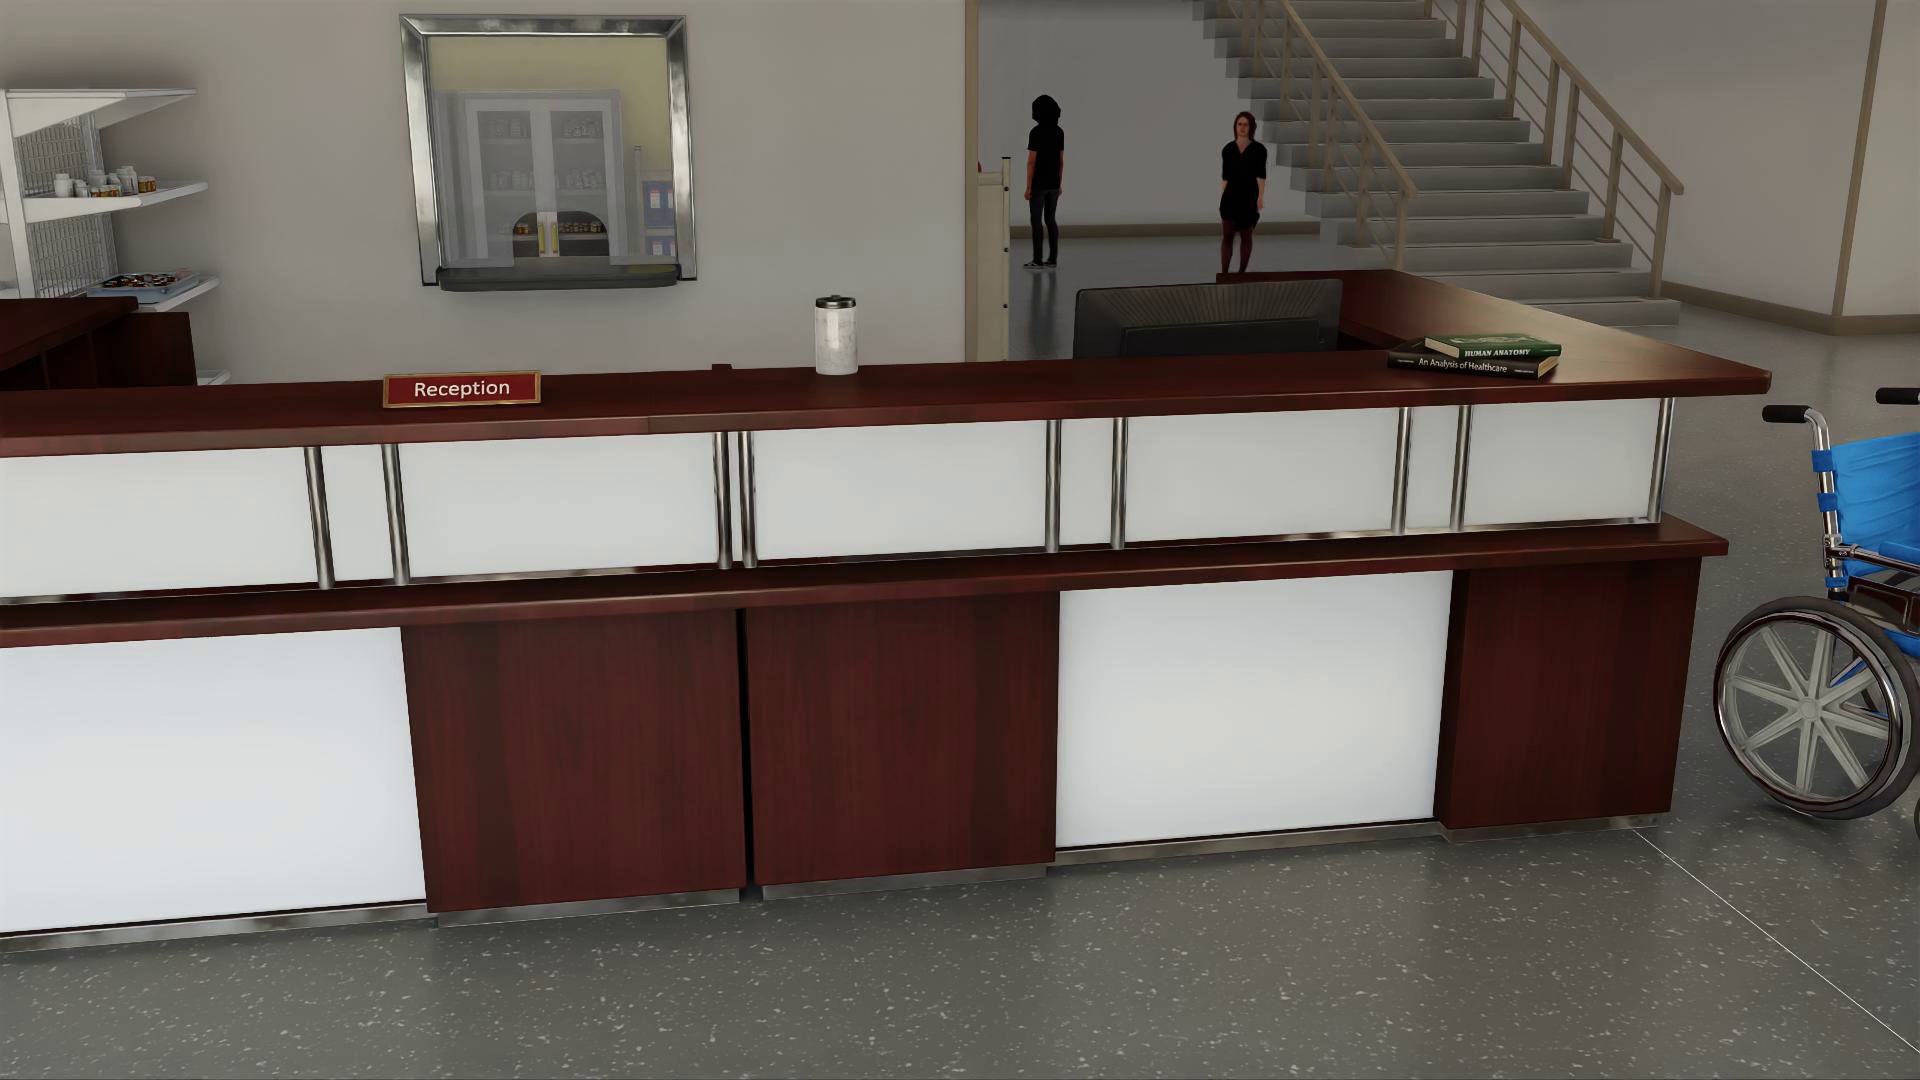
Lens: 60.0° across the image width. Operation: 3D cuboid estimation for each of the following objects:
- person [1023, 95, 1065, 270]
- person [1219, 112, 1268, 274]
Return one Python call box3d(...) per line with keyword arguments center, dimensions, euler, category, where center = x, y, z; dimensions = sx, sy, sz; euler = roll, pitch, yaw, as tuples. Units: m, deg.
box3d(center=(0.914, -3.846, 17.866), dimensions=(0.708, 1.826, 0.701), euler=(-12, 20, -37), category="person")
box3d(center=(2.742, -3.248, 16.058), dimensions=(0.925, 1.668, 1.114), euler=(5, 17, 18), category="person")
